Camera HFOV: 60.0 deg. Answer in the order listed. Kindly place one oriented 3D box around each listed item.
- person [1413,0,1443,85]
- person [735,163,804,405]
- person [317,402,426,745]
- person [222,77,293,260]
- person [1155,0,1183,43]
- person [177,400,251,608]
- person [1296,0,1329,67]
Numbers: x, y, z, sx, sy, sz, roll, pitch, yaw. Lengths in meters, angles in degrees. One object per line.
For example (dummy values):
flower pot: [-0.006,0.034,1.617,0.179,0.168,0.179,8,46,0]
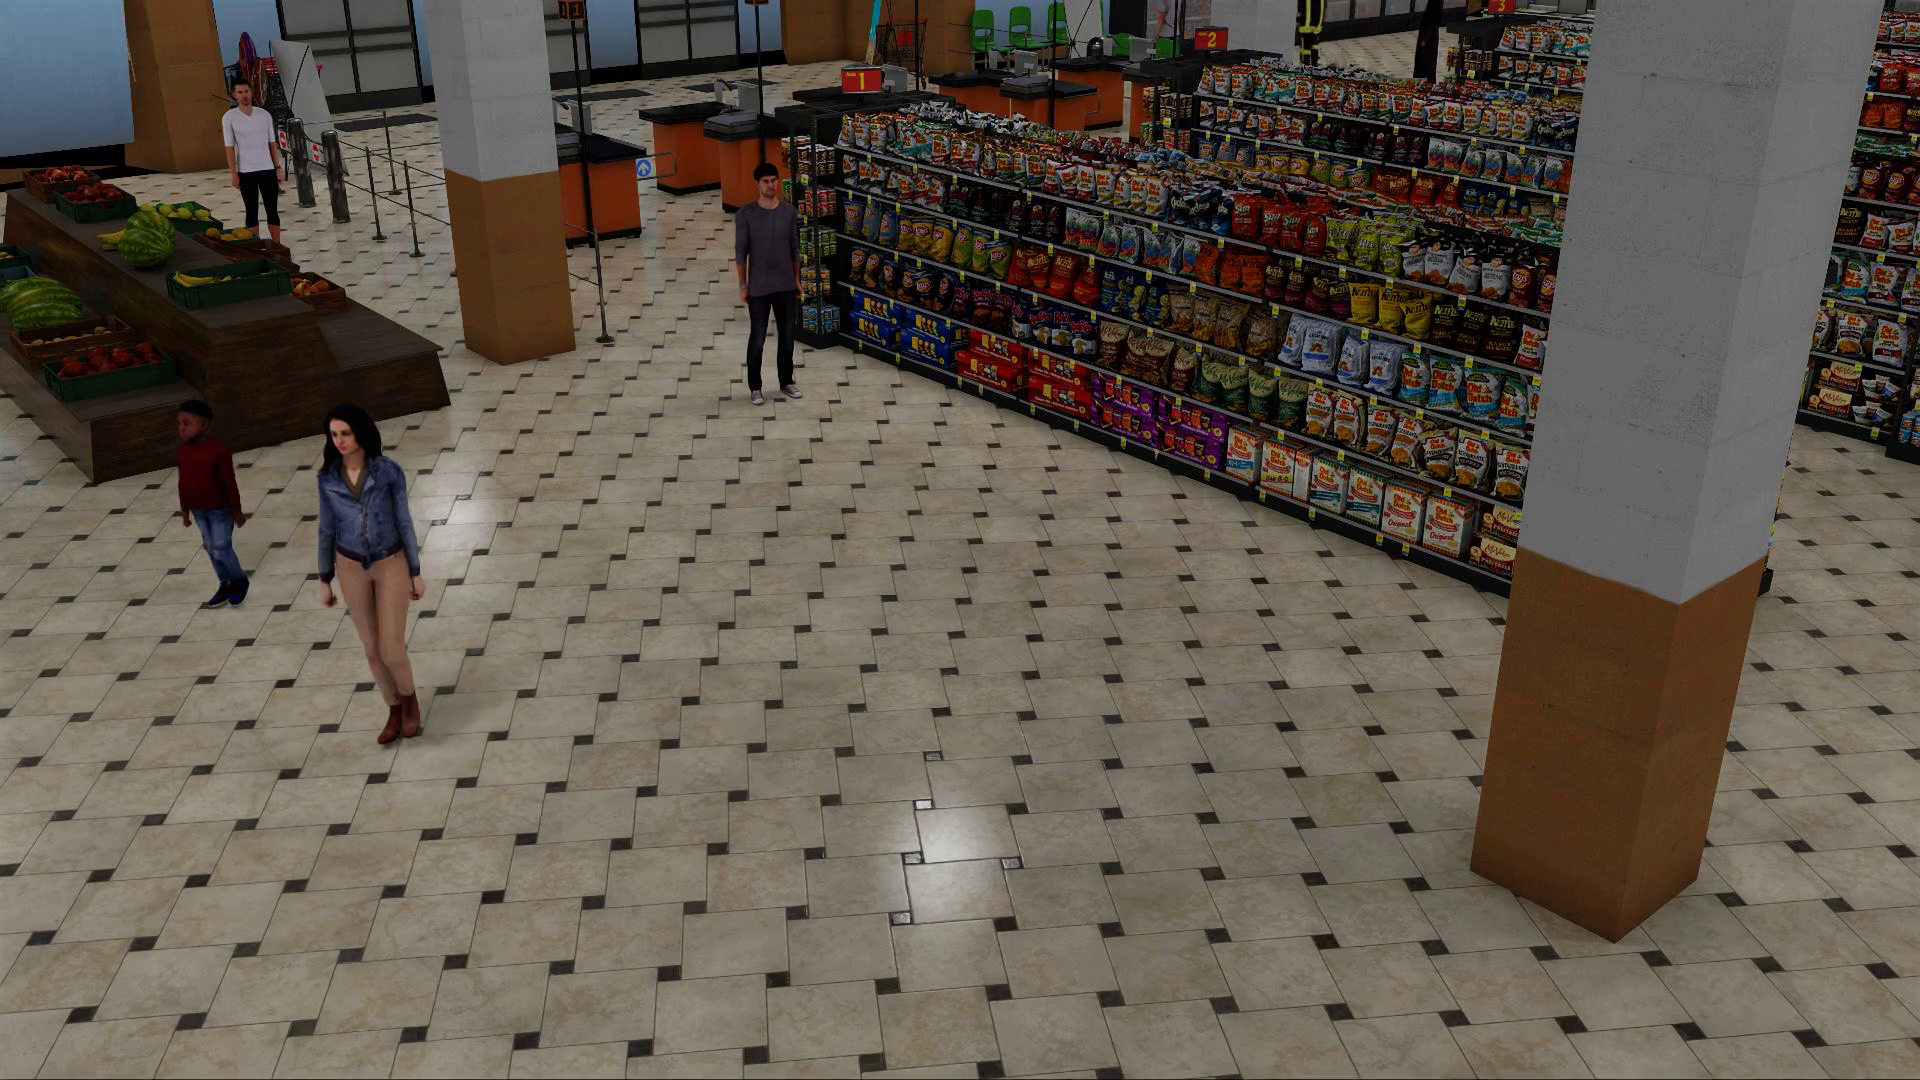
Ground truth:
person: [7.878,-8.437,27.935,0.663,1.615,0.663,16,28,32]
person: [-1.477,-2.002,12.931,0.718,1.854,0.612,-12,26,-25]
person: [-2.822,0.154,8.119,0.745,1.761,0.802,1,24,3]
person: [-7.206,-3.785,17.008,0.659,1.852,0.540,-18,30,-36]
person: [3.500,-8.553,27.857,0.660,1.890,0.540,-18,30,-36]
person: [-4.287,-0.223,9.624,0.562,1.246,0.648,7,25,16]
person: [6.310,-9.363,29.750,0.894,1.856,0.884,-7,25,-16]
